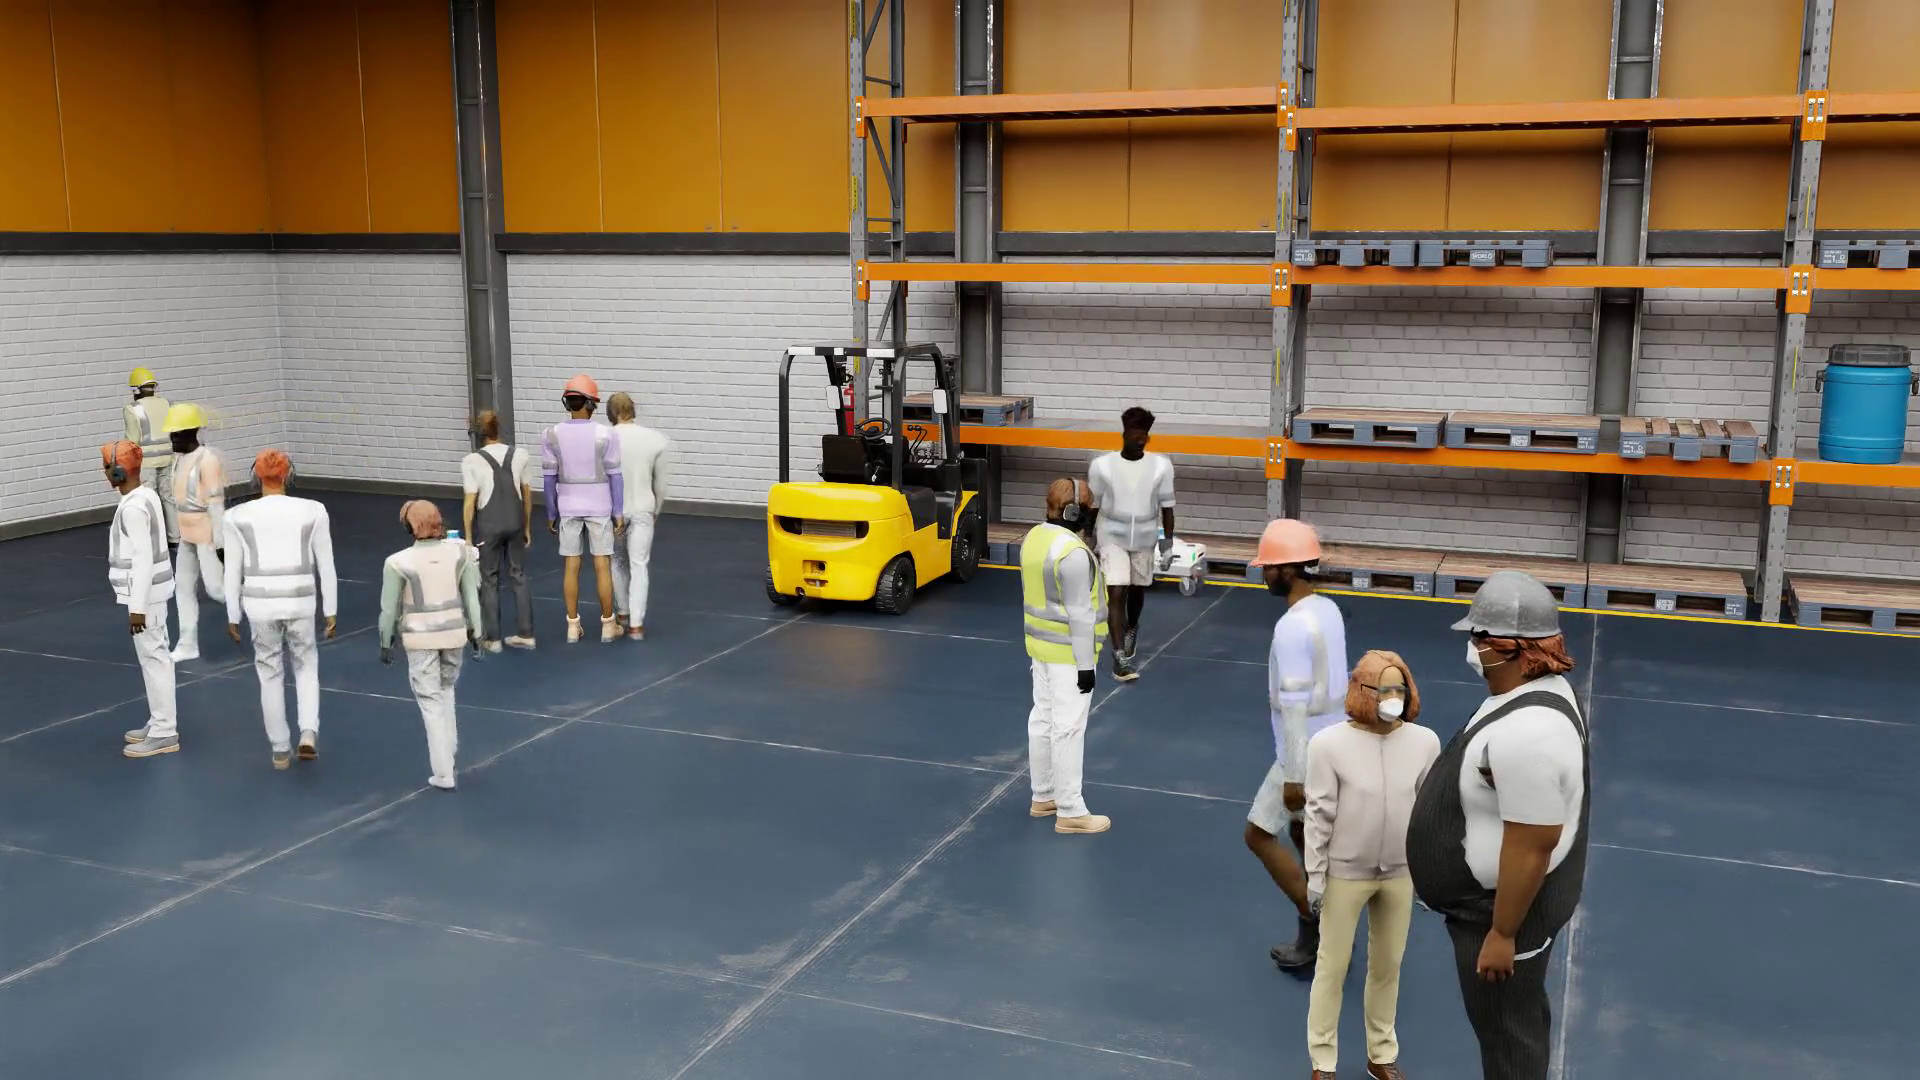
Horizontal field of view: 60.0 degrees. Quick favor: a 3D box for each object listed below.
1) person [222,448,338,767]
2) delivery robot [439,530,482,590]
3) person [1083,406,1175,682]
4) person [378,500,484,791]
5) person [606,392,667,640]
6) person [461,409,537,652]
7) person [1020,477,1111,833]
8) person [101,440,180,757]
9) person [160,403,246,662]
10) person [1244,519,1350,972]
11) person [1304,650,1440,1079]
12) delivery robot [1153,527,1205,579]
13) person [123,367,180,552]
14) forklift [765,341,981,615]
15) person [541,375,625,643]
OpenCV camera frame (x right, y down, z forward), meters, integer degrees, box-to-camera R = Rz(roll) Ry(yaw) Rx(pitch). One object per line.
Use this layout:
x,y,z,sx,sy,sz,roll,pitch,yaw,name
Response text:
-3.883,0.405,9.542,0.597,1.866,0.470,-4,11,-23,person
-4.353,0.160,14.306,0.477,0.478,0.707,-9,14,-42,delivery robot
1.174,-0.009,11.761,0.660,1.912,1.017,-1,10,-4,person
-2.982,0.572,9.294,0.539,1.615,0.624,-9,14,-42,person
-2.579,-0.198,12.901,0.622,1.888,0.942,-2,10,-12,person
-3.419,-0.055,12.289,0.534,1.815,0.427,-8,13,-37,person
0.549,0.589,8.612,0.429,1.839,0.623,-4,11,-22,person
-4.855,0.340,9.865,0.360,1.884,0.574,-4,11,-20,person
-5.445,-0.066,12.104,0.585,1.899,0.814,10,14,43,person
1.400,0.863,6.869,0.466,1.912,0.553,6,12,29,person
1.443,1.184,5.852,0.499,1.636,0.286,-2,10,-12,person
1.758,0.131,14.466,0.707,0.478,0.477,4,11,23,delivery robot
-7.851,-0.759,16.135,0.404,1.827,0.600,4,11,22,person
-0.739,-0.602,14.246,1.214,2.155,2.313,4,11,21,forklift
-2.840,-0.230,12.622,0.605,2.033,0.392,0,10,1,person
